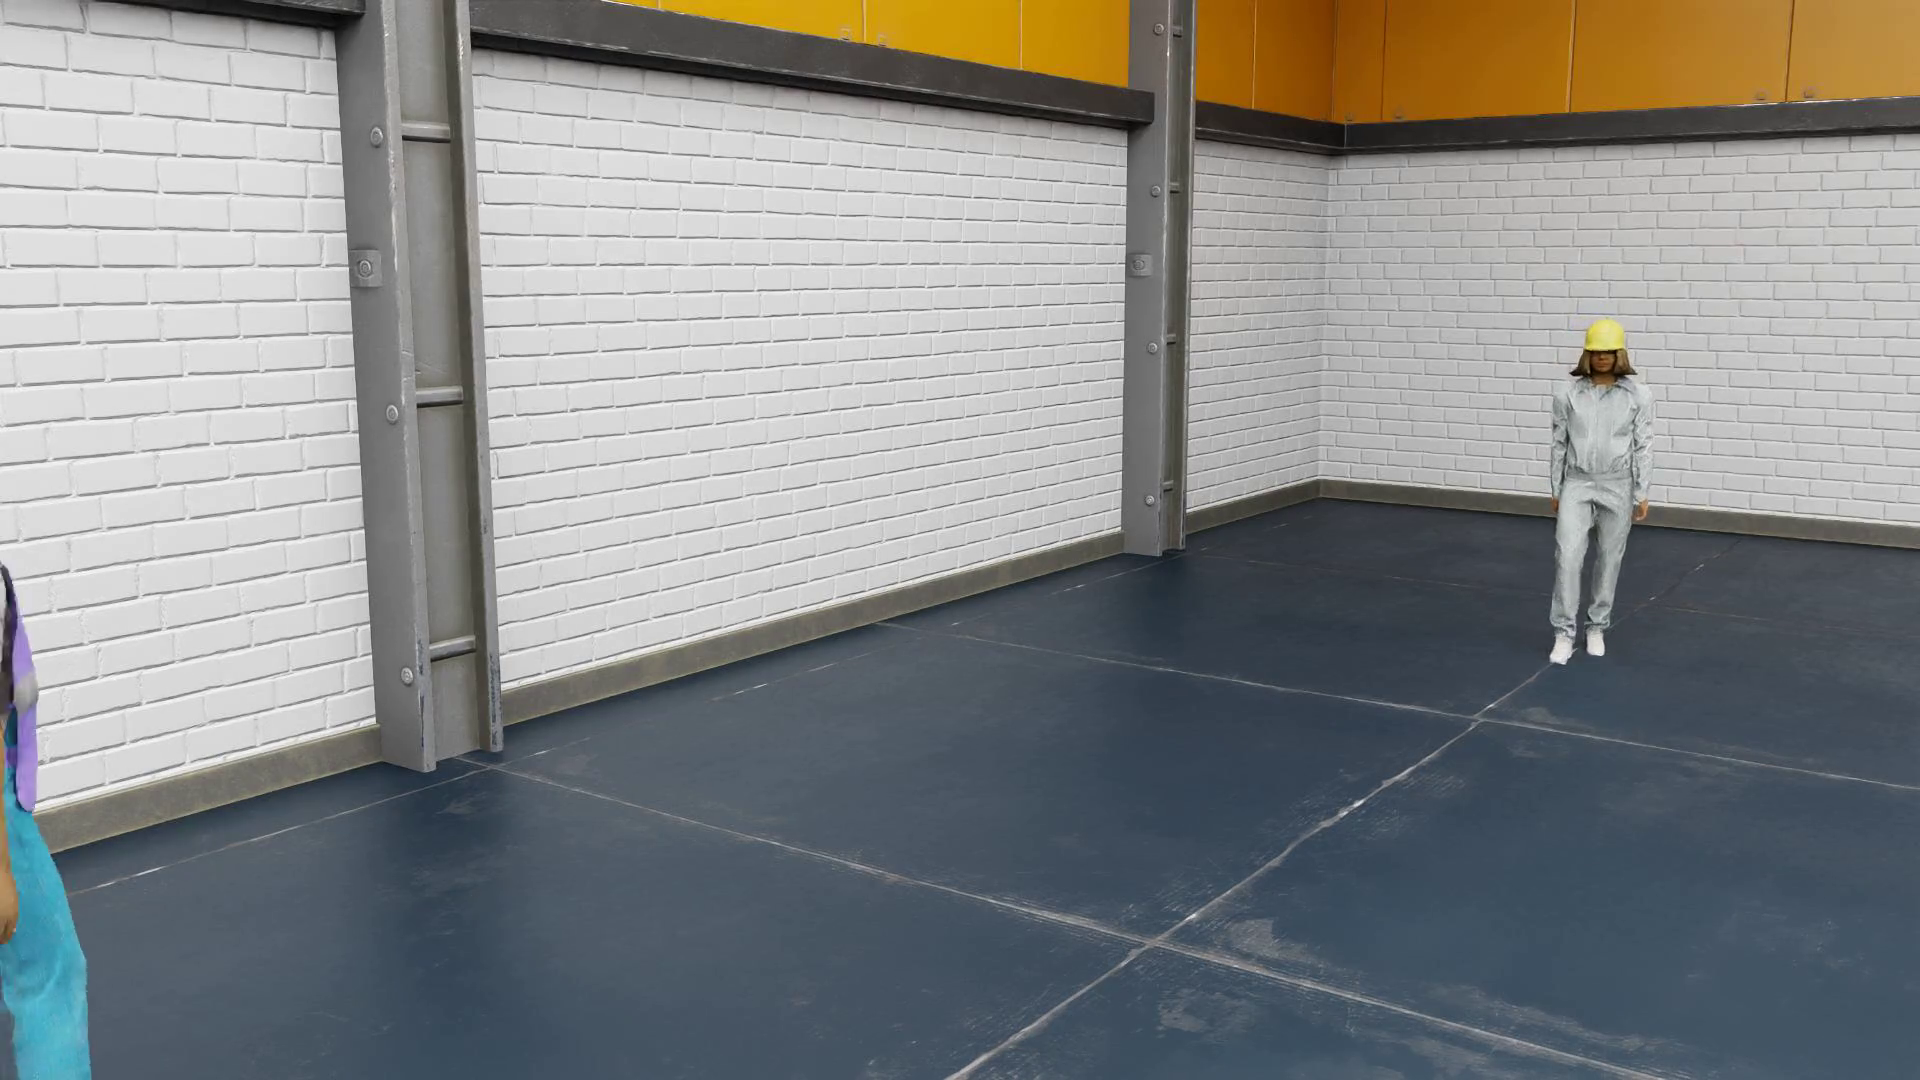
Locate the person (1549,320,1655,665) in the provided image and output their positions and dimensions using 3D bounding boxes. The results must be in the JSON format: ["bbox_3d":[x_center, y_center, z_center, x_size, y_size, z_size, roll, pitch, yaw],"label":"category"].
[{"bbox_3d":[3.206,-0.231,8.343,0.494,1.717,0.709,3,10,20],"label":"person"}]

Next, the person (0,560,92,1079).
[{"bbox_3d":[-2.072,0.575,3.288,0.573,1.821,0.835,6,11,32],"label":"person"}]
